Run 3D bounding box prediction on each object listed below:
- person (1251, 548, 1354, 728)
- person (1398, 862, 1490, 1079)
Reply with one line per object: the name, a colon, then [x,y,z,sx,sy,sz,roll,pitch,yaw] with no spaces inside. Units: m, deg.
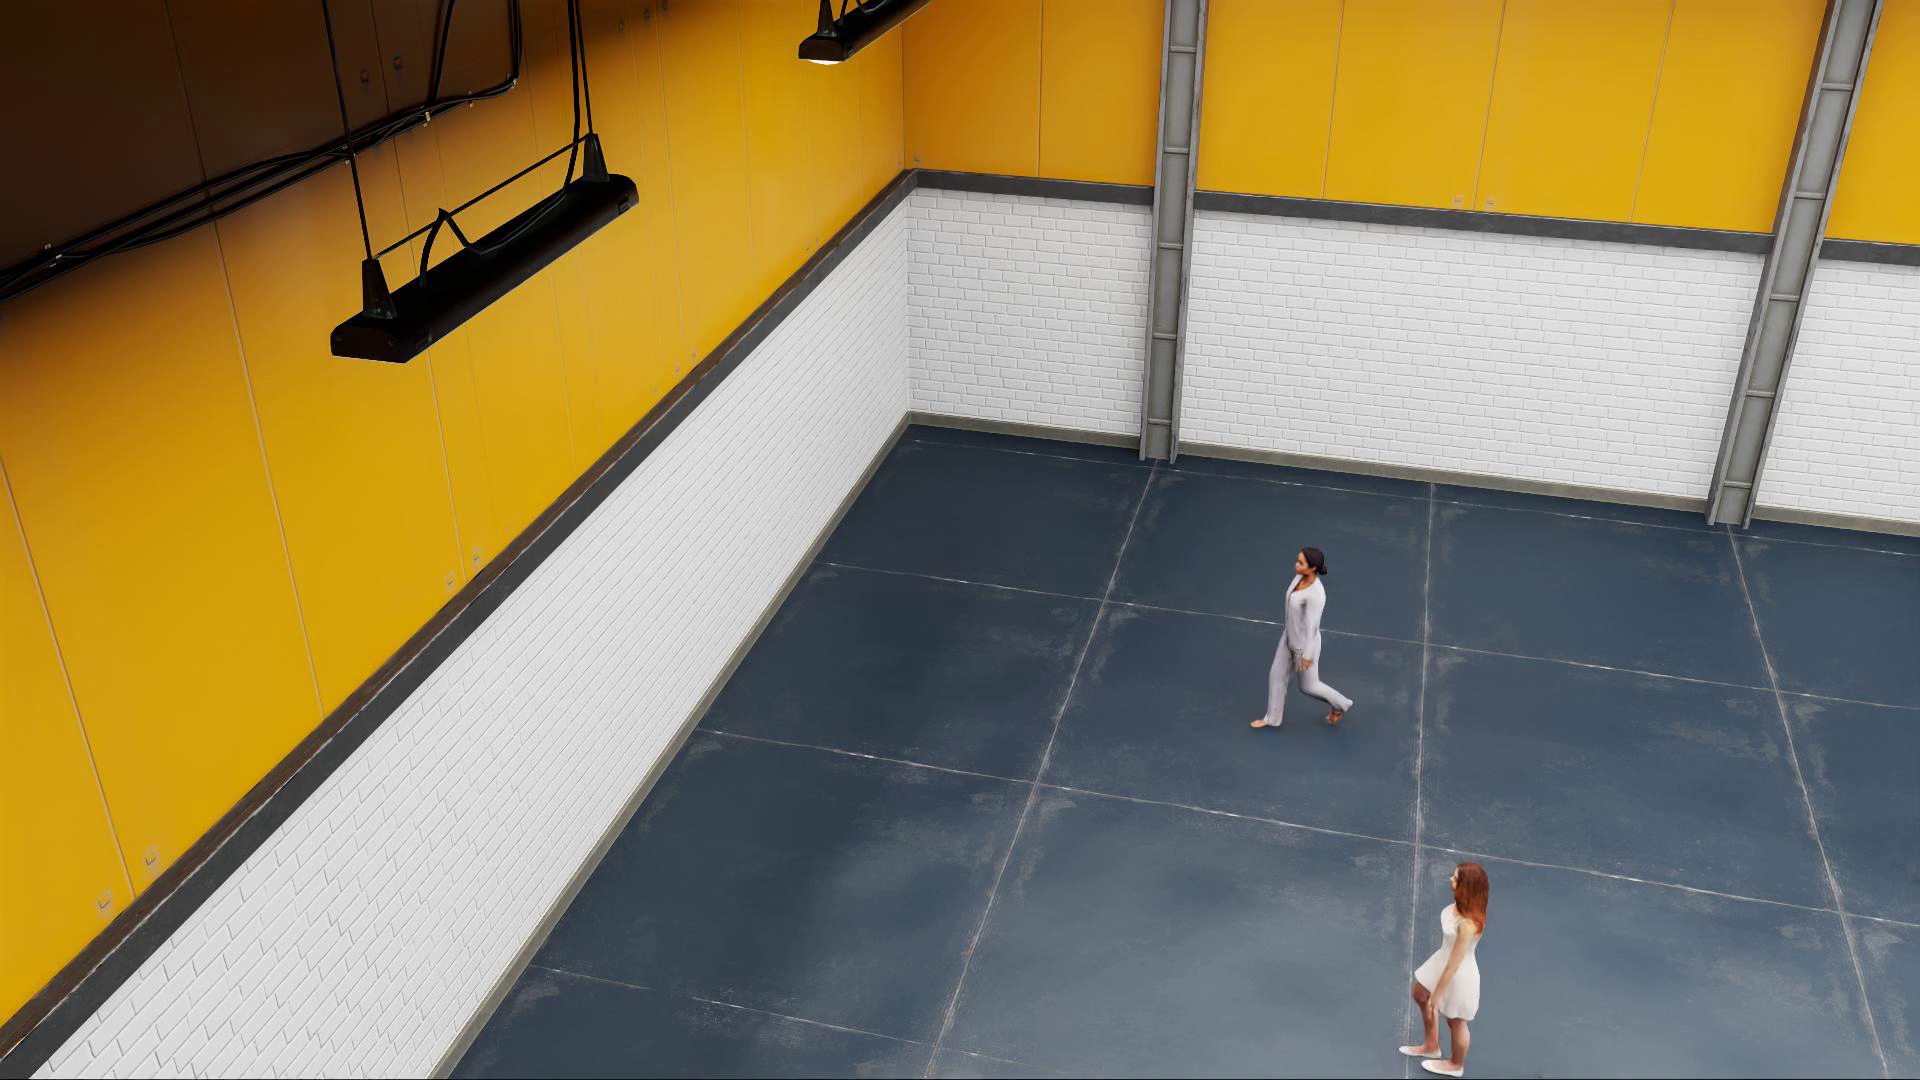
person: [2.905,0.837,13.745,1.168,1.709,0.931,-5,29,-10]
person: [3.170,2.703,10.332,0.626,1.701,0.580,6,29,12]
